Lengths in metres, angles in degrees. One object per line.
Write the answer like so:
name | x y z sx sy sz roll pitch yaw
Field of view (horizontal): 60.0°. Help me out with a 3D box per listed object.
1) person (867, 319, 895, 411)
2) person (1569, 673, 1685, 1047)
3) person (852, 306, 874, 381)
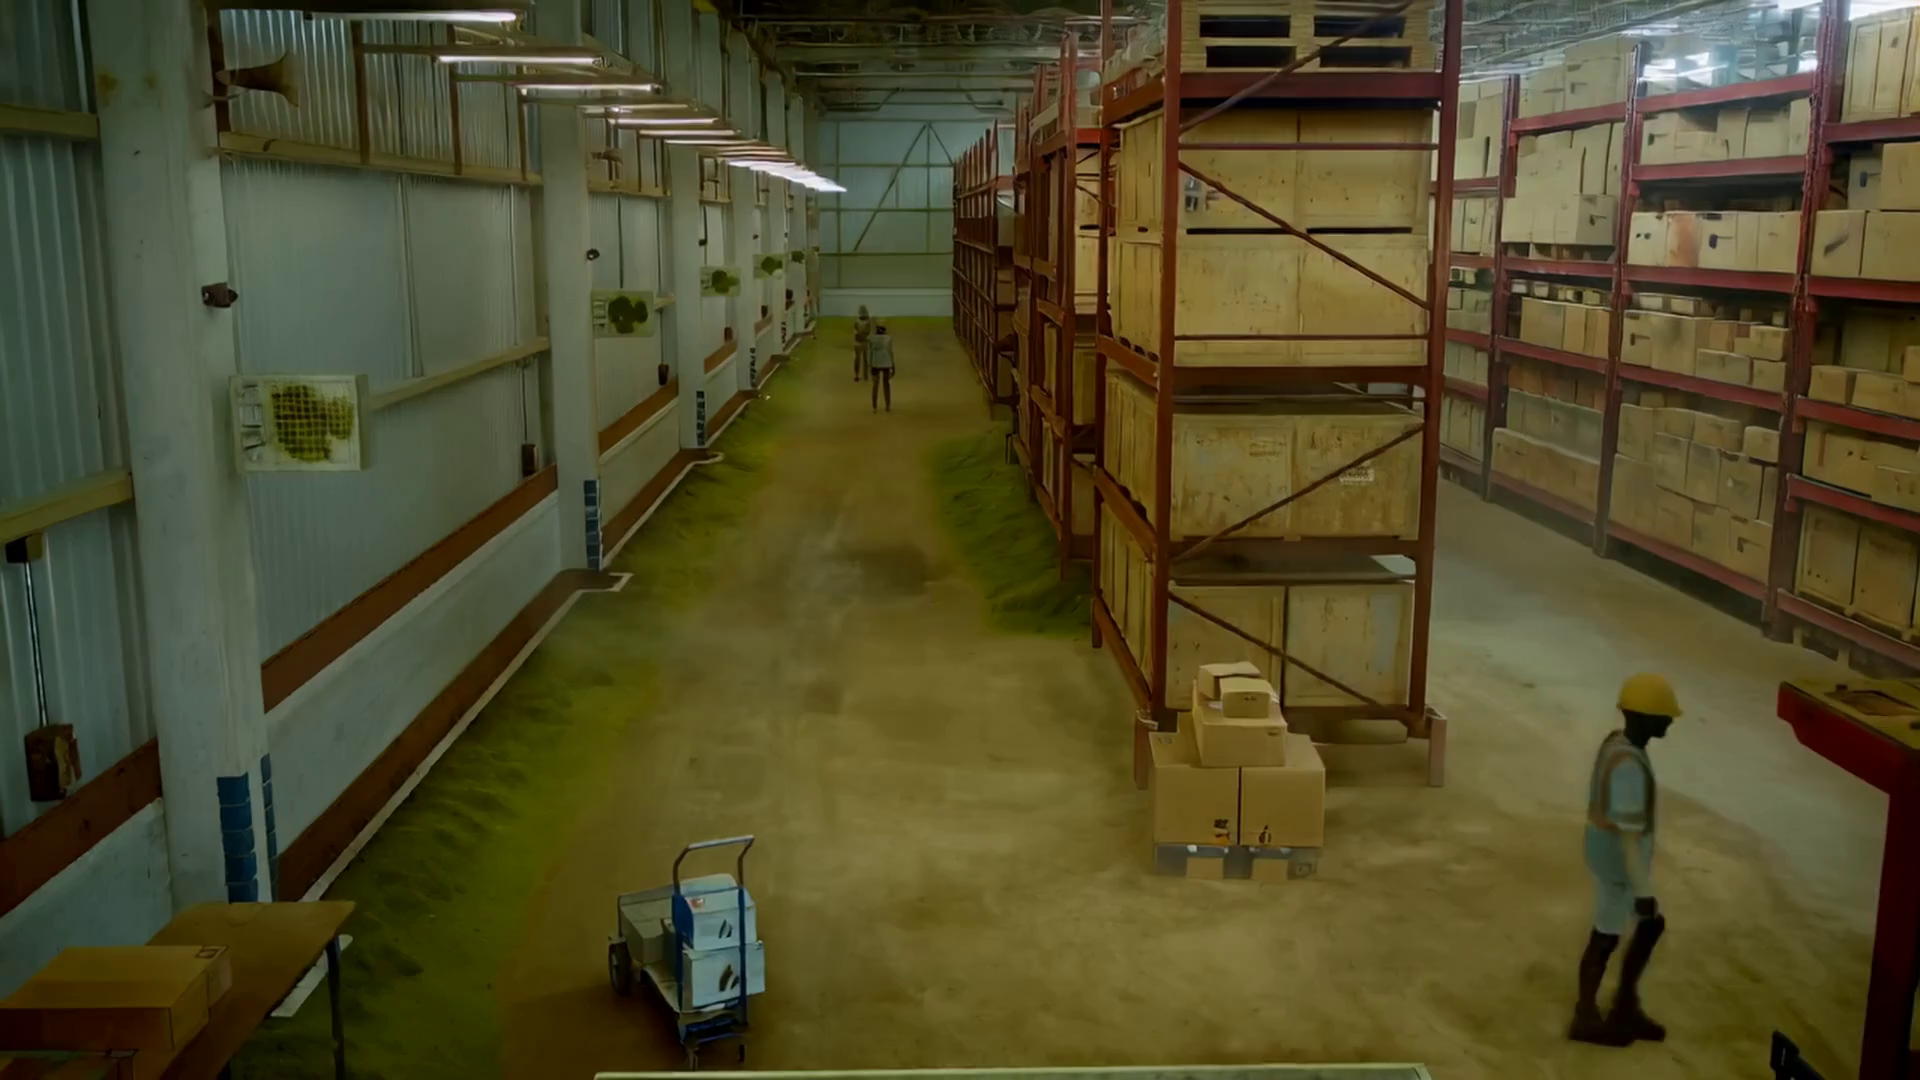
person | -1.686 -3.751 35.706 0.617 1.986 0.406 -3 11 -15
person | 3.321 1.582 8.114 0.613 1.918 0.581 4 11 18
person | -2.479 -5.045 42.640 0.593 1.910 0.388 -5 12 -25
